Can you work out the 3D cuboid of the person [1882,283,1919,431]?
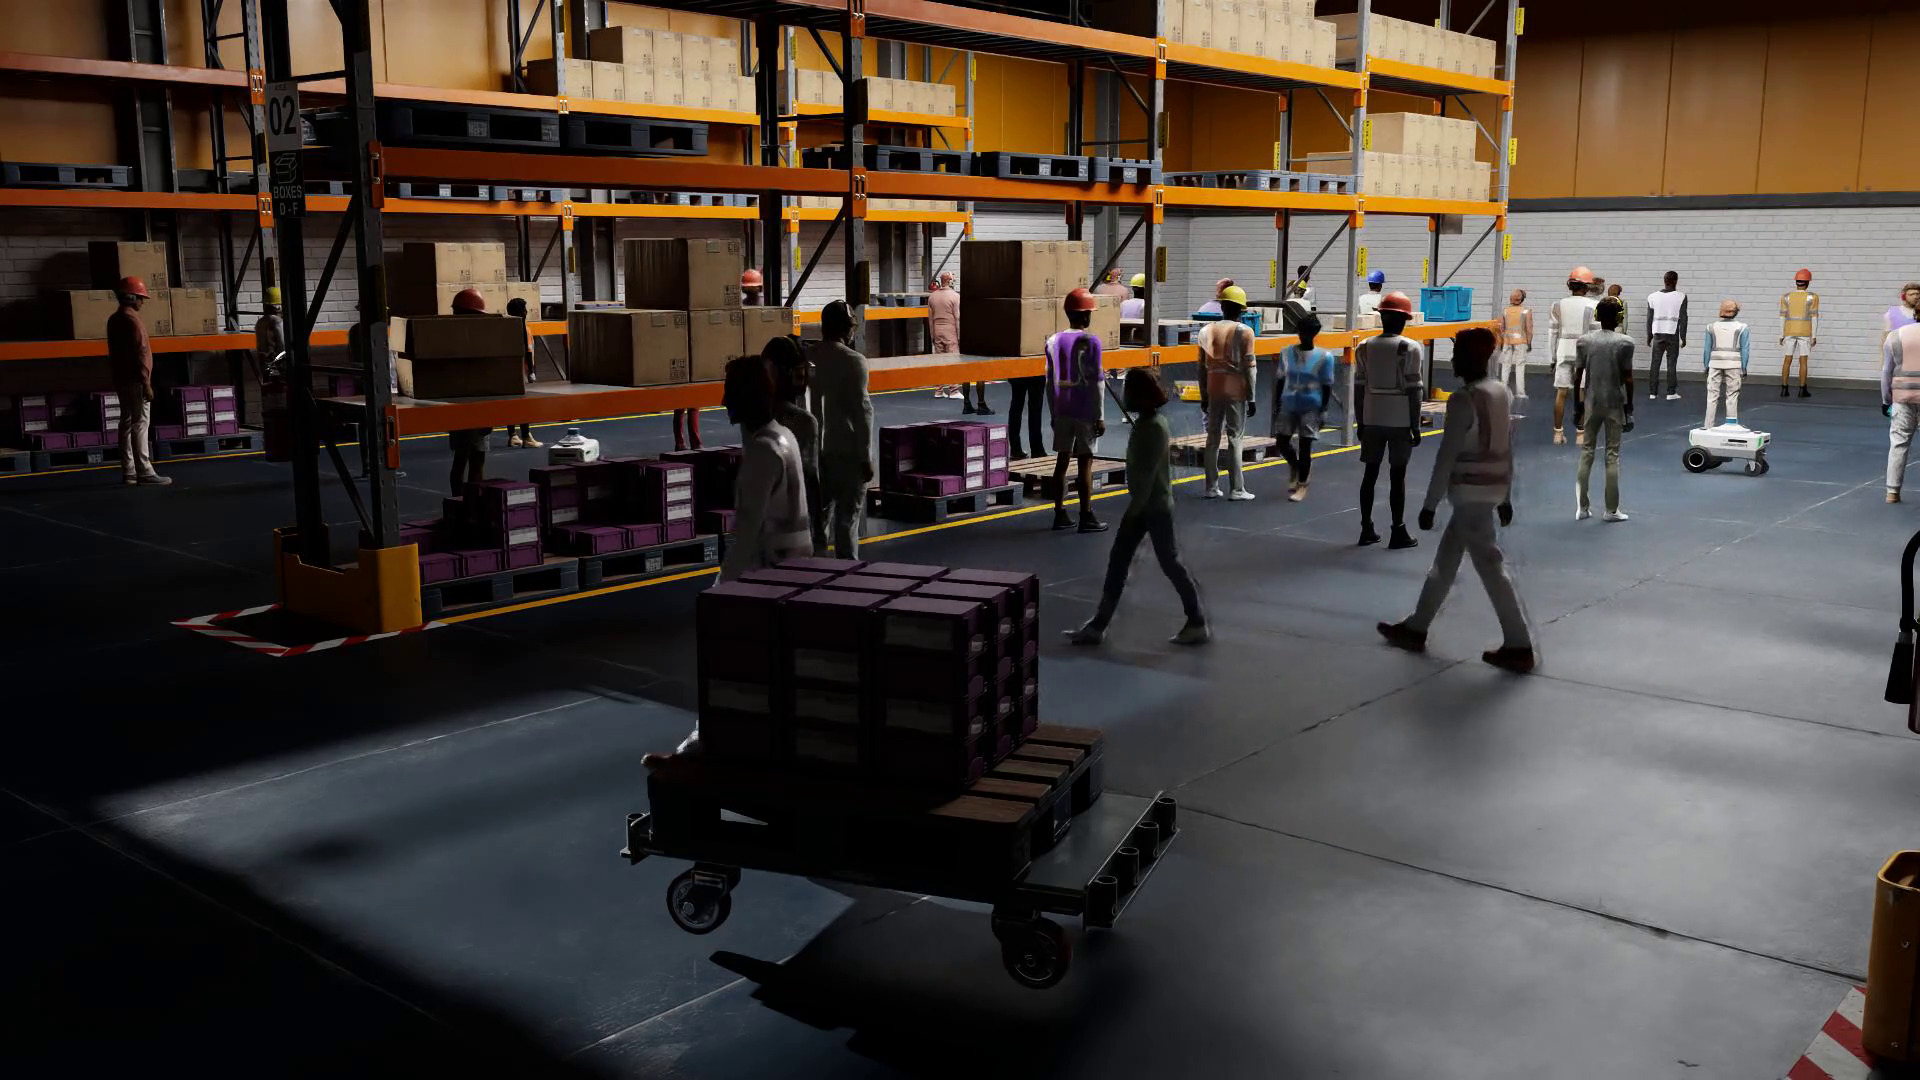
[{"bbox_3d":[11.720,-2.251,20.534,0.612,1.818,0.677,2,10,10],"label":"person"}]

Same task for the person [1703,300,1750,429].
[{"bbox_3d":[9.148,-2.043,19.880,0.513,1.640,0.309,8,13,40],"label":"person"}]

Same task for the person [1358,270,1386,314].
[{"bbox_3d":[5.711,-2.745,23.001,0.602,1.949,0.388,8,13,40],"label":"person"}]

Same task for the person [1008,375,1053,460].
[{"bbox_3d":[0.725,-1.825,17.627,0.609,1.995,0.378,8,13,40],"label":"person"}]

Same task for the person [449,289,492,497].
[{"bbox_3d":[-3.917,-1.036,13.326,0.543,1.928,0.370,8,13,40],"label":"person"}]

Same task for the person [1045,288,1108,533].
[{"bbox_3d":[0.934,-1.023,13.222,0.543,1.939,0.359,8,13,40],"label":"person"}]

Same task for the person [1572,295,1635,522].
[{"bbox_3d":[5.322,-1.081,13.747,0.514,1.873,0.329,8,13,40],"label":"person"}]

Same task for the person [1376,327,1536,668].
[{"bbox_3d":[2.774,-0.243,9.094,0.980,1.832,0.598,9,13,40],"label":"person"}]

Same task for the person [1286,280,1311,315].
[{"bbox_3d":[5.356,-3.247,26.403,0.523,1.760,0.324,8,13,40],"label":"person"}]

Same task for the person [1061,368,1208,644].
[{"bbox_3d":[1.041,-0.178,9.418,0.845,1.587,0.502,-2,10,-14],"label":"person"}]

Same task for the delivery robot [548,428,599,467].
[{"bbox_3d":[-3.642,-0.812,15.690,0.477,0.478,0.707,0,10,1],"label":"delivery robot"}]

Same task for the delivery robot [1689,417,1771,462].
[{"bbox_3d":[7.724,-0.987,16.689,0.707,0.478,0.477,8,13,40],"label":"delivery robot"}]

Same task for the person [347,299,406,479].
[{"bbox_3d":[-5.721,-1.506,16.274,0.588,1.834,0.403,8,13,40],"label":"person"}]

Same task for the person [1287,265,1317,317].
[{"bbox_3d":[5.892,-3.752,28.701,0.603,1.959,0.375,8,13,40],"label":"person"}]

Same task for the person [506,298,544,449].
[{"bbox_3d":[-4.974,-1.879,18.783,0.533,1.697,0.319,8,13,40],"label":"person"}]

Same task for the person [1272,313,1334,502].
[{"bbox_3d":[3.060,-1.177,14.815,0.550,1.679,0.402,6,12,31],"label":"person"}]

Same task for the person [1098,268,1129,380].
[{"bbox_3d":[2.675,-3.698,28.541,0.638,1.910,0.407,8,13,40],"label":"person"}]

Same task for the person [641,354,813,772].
[{"bbox_3d":[-0.796,0.150,6.884,1.027,1.829,0.570,-1,10,-4],"label":"person"}]

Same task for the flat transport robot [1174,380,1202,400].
[{"bbox_3d":[3.594,-2.254,24.979,0.652,0.197,1.431,0,10,3],"label":"flat transport robot"}]

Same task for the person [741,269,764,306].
[{"bbox_3d":[-2.365,-2.127,19.279,0.668,2.016,0.583,-1,10,-6],"label":"person"}]

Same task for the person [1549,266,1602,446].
[{"bbox_3d":[7.028,-2.089,18.994,0.605,2.045,0.376,8,13,40],"label":"person"}]

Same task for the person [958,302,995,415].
[{"bbox_3d":[0.229,-2.654,22.539,0.543,1.928,0.370,8,13,40],"label":"person"}]

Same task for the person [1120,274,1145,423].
[{"bbox_3d":[2.281,-2.443,21.338,0.585,1.928,0.368,8,13,40],"label":"person"}]

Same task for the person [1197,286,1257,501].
[{"bbox_3d":[2.402,-1.306,14.892,0.585,1.918,0.378,8,13,40],"label":"person"}]

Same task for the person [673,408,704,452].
[{"bbox_3d":[-2.973,-1.820,18.275,0.523,1.760,0.324,8,13,40],"label":"person"}]

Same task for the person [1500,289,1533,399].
[{"bbox_3d":[8.335,-2.934,24.959,0.513,1.639,0.309,8,13,40],"label":"person"}]

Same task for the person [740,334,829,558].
[{"bbox_3d":[-0.775,0.005,7.564,0.514,1.873,0.329,8,13,40],"label":"person"}]

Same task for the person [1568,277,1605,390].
[{"bbox_3d":[9.989,-3.266,26.397,0.951,1.804,0.523,4,11,23],"label":"person"}]

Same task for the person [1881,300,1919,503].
[{"bbox_3d":[8.449,-1.220,14.638,0.622,1.838,0.429,8,13,40],"label":"person"}]

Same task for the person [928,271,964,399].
[{"bbox_3d":[-0.174,-3.056,24.888,0.638,1.910,0.407,8,13,40],"label":"person"}]

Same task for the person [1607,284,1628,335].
[{"bbox_3d":[11.105,-3.526,28.324,0.513,1.641,0.309,8,13,40],"label":"person"}]

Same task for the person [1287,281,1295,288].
[{"bbox_3d":[6.395,-4.173,32.028,0.498,1.633,0.285,8,13,40],"label":"person"}]

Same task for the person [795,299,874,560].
[{"bbox_3d":[-0.777,-0.541,10.497,0.627,1.935,0.373,8,13,40],"label":"person"}]

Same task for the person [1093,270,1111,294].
[{"bbox_3d":[2.727,-4.151,31.263,0.514,1.861,0.329,8,13,40],"label":"person"}]

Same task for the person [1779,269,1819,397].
[{"bbox_3d":[12.714,-3.130,25.220,0.543,1.939,0.359,8,13,40],"label":"person"}]

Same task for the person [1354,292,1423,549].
[{"bbox_3d":[3.239,-0.899,12.548,0.543,1.928,0.370,8,13,40],"label":"person"}]

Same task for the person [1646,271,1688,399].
[{"bbox_3d":[10.570,-3.060,24.892,0.588,1.914,0.392,8,13,40],"label":"person"}]

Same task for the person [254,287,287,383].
[{"bbox_3d":[-7.299,-1.786,17.866,0.588,1.834,0.403,8,13,40],"label":"person"}]

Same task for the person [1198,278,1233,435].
[{"bbox_3d":[3.091,-2.109,19.515,0.638,1.903,0.408,8,13,40],"label":"person"}]

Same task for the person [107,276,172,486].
[{"bbox_3d":[-7.847,-1.503,15.822,0.609,1.986,0.391,8,13,40],"label":"person"}]
